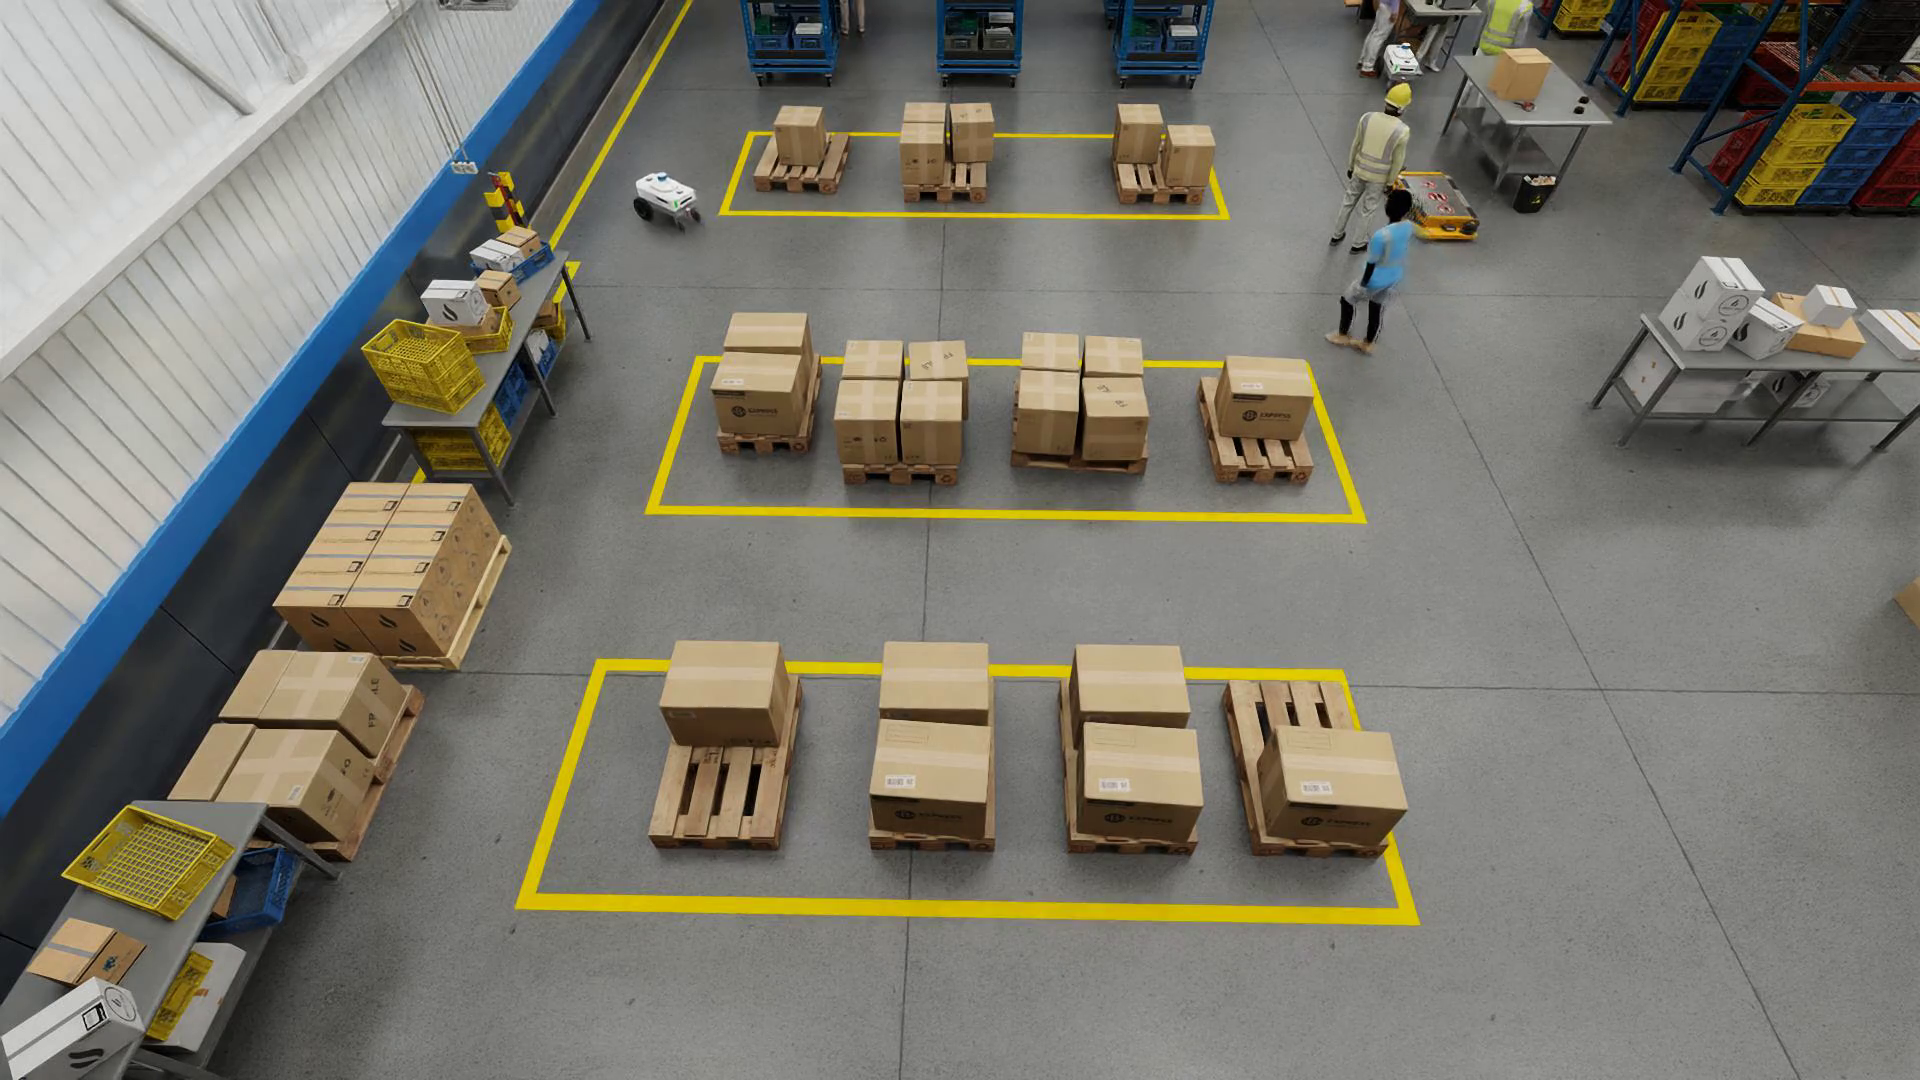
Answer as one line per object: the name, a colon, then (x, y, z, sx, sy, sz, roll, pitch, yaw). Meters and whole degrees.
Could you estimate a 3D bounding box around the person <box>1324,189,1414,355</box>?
person: (3.954, -2.558, 8.801, 0.565, 1.678, 0.562, -28, 55, -22)

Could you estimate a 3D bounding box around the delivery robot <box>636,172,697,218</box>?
delivery robot: (-3.460, -4.081, 10.801, 0.707, 0.478, 0.477, 28, 55, 22)

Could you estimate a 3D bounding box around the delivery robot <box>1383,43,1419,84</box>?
delivery robot: (6.375, -6.918, 13.257, 0.477, 0.478, 0.707, 4, 49, 3)

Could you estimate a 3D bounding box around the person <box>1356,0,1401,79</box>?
person: (6.118, -7.655, 13.057, 0.367, 1.929, 0.635, 5, 49, 4)

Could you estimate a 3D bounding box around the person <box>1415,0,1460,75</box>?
person: (6.989, -7.571, 13.177, 0.518, 1.619, 0.347, -13, 50, -11)

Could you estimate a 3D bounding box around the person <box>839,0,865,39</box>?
person: (-1.685, -8.749, 13.970, 0.628, 1.980, 0.410, -19, 52, -16)

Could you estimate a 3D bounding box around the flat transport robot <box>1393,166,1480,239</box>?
flat transport robot: (5.692, -4.094, 11.059, 0.652, 0.197, 1.431, 1, 49, 1)

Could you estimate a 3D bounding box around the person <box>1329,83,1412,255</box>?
person: (4.488, -4.011, 9.961, 0.404, 1.833, 0.590, -34, 57, -26)

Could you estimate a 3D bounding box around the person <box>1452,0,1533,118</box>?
person: (7.065, -6.476, 12.094, 0.429, 1.838, 0.621, -30, 55, -23)
